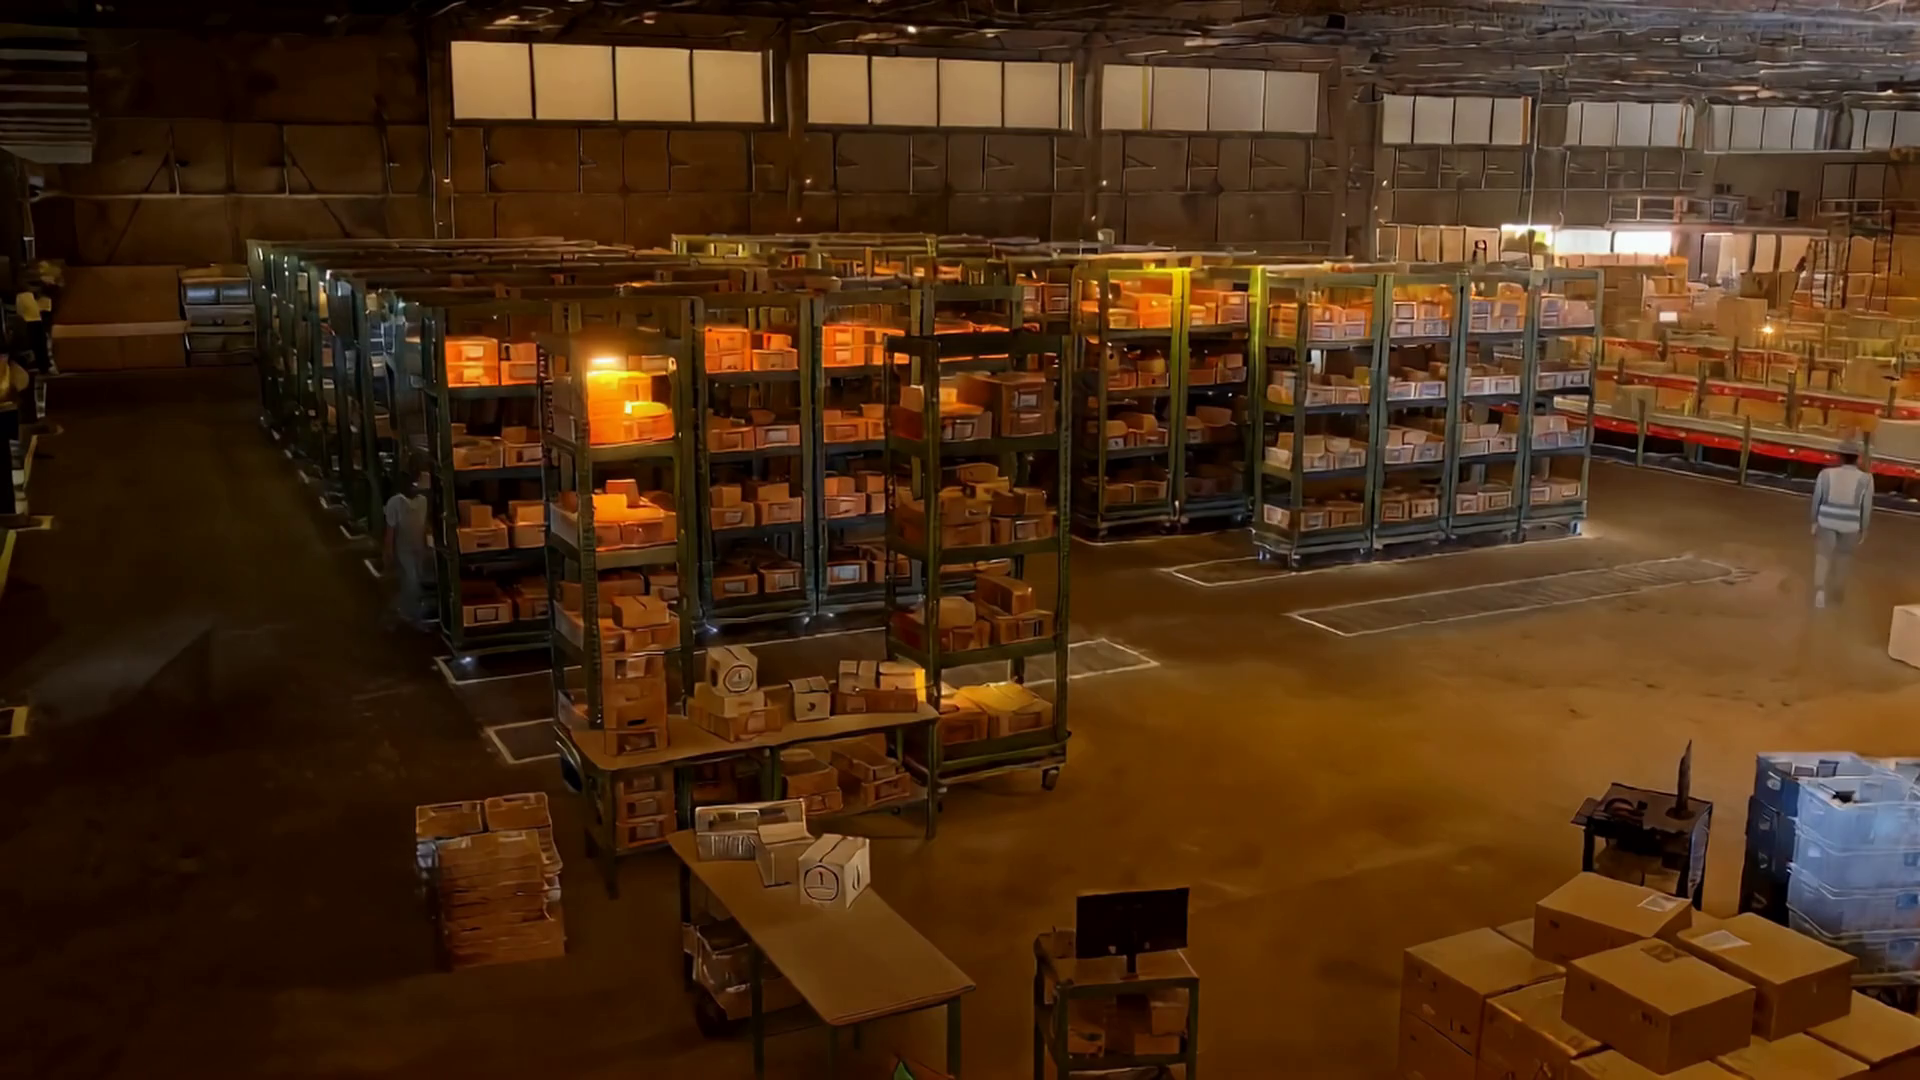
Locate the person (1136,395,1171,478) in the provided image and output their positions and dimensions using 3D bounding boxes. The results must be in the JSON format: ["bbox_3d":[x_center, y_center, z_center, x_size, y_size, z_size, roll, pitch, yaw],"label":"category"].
[{"bbox_3d":[2.972,-1.612,25.568,0.585,1.818,0.434,0,12,2],"label":"person"}]

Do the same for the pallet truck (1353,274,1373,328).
[{"bbox_3d":[13.011,-8.050,55.243,0.823,1.965,1.885,-7,14,-28],"label":"pallet truck"}]

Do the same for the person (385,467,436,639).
[{"bbox_3d":[-5.761,0.138,17.357,0.451,1.823,0.605,5,13,24],"label":"person"}]

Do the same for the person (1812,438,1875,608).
[{"bbox_3d":[9.861,-0.186,18.657,0.601,1.916,0.923,8,15,35],"label":"person"}]
